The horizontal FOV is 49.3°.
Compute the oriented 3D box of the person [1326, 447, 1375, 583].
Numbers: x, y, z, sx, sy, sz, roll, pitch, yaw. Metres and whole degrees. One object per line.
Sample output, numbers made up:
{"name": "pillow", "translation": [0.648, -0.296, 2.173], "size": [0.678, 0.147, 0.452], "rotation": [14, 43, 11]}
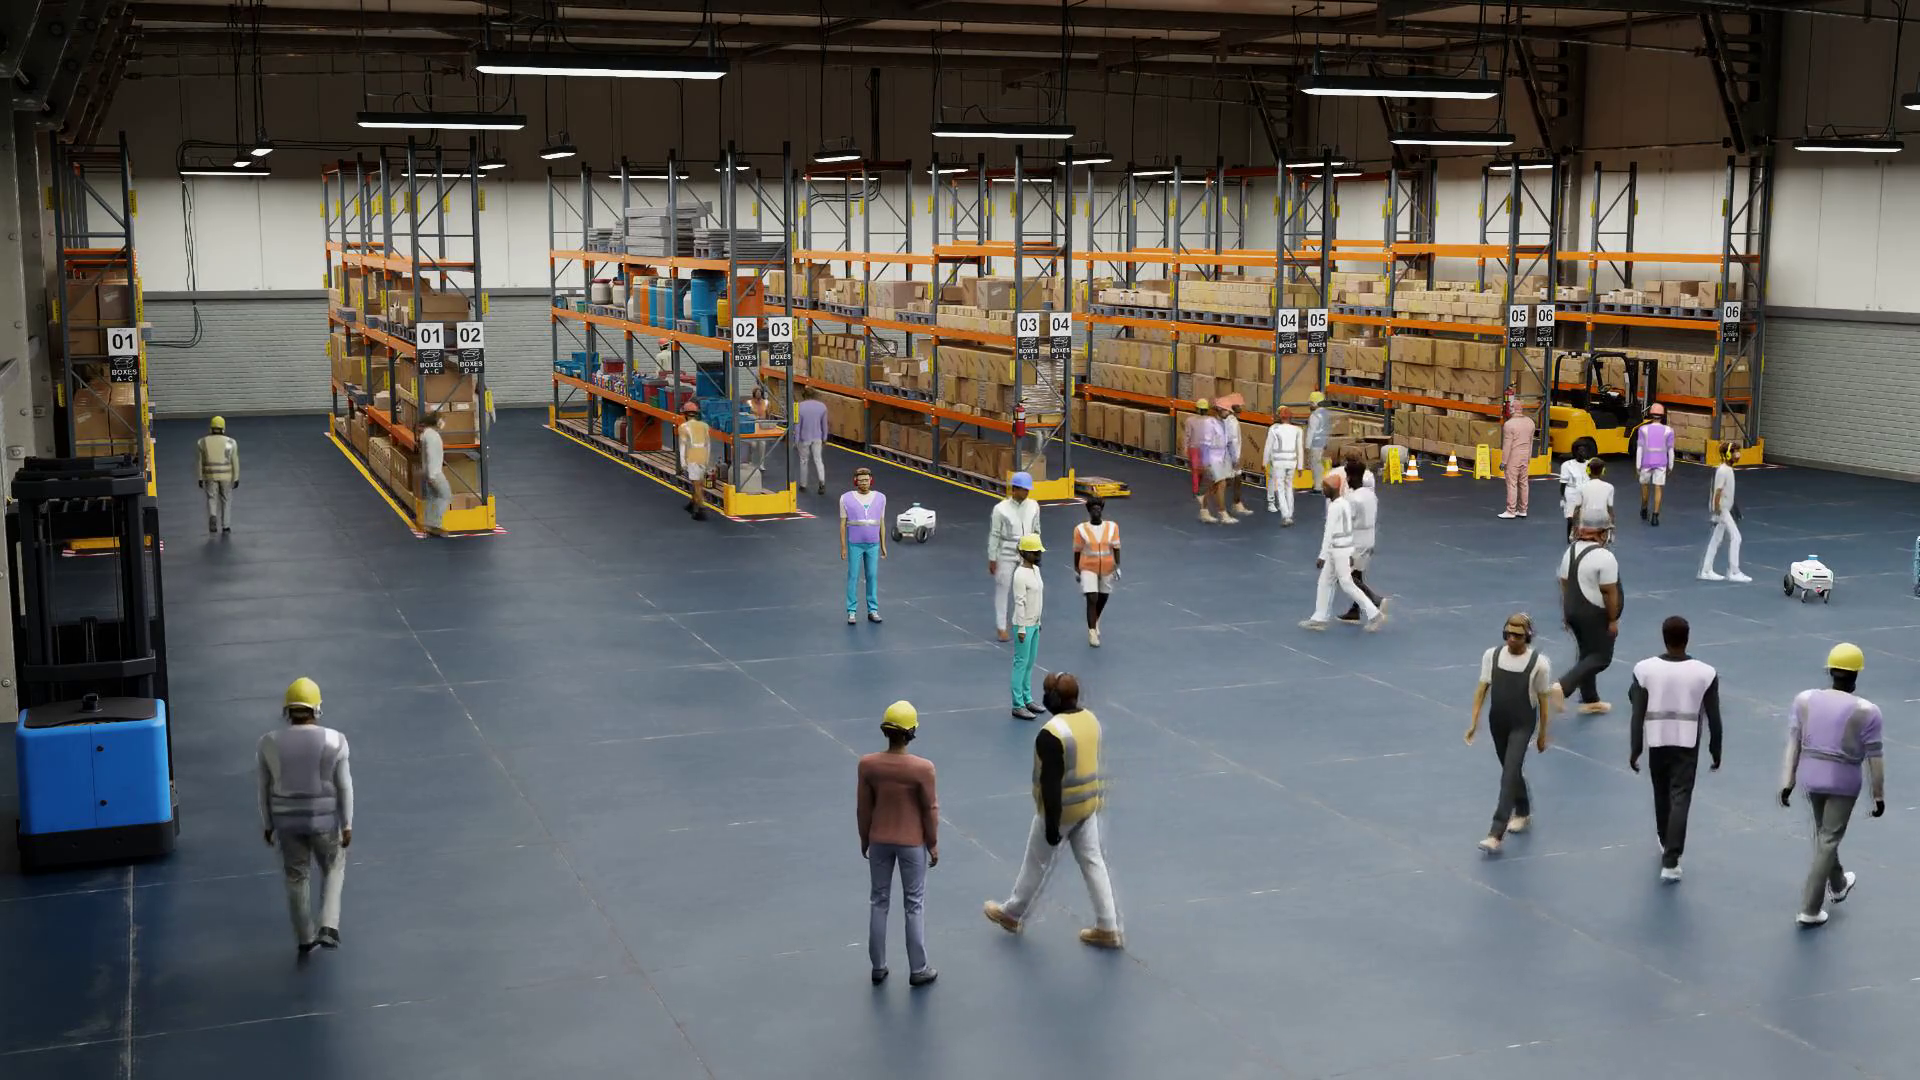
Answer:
{"name": "person", "translation": [5.065, -0.298, 27.189], "size": [0.630, 1.831, 0.589], "rotation": [2, 9, 12]}

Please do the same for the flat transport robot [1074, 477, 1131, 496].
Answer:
{"name": "flat transport robot", "translation": [2.388, -0.953, 36.878], "size": [0.652, 0.197, 1.431], "rotation": [-4, 9, -23]}

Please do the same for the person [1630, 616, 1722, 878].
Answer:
{"name": "person", "translation": [5.225, 1.480, 15.287], "size": [0.623, 1.850, 1.062], "rotation": [4, 9, 22]}

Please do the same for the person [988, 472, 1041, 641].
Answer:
{"name": "person", "translation": [0.639, 0.196, 23.569], "size": [0.683, 1.925, 0.613], "rotation": [-4, 9, -23]}

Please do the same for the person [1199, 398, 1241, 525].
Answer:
{"name": "person", "translation": [4.135, -1.231, 32.857], "size": [0.896, 1.992, 0.610], "rotation": [5, 10, 31]}

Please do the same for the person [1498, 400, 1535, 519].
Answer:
{"name": "person", "translation": [8.906, -1.296, 33.609], "size": [0.639, 1.904, 0.407], "rotation": [-5, 10, -32]}

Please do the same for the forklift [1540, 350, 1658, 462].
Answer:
{"name": "forklift", "translation": [12.897, -2.725, 42.309], "size": [2.313, 2.155, 1.214], "rotation": [-3, 9, -21]}

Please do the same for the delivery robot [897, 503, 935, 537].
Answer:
{"name": "delivery robot", "translation": [-0.653, -0.305, 31.303], "size": [0.477, 0.478, 0.707], "rotation": [4, 9, 25]}

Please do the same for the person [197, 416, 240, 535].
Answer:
{"name": "person", "translation": [-11.238, -0.977, 31.758], "size": [0.609, 1.812, 0.470], "rotation": [-2, 9, -12]}

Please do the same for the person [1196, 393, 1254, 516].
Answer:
{"name": "person", "translation": [4.289, -1.377, 33.819], "size": [0.891, 2.019, 0.616], "rotation": [0, 9, 0]}

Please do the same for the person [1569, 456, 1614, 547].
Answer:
{"name": "person", "translation": [7.853, -0.117, 25.963], "size": [0.522, 1.846, 0.864], "rotation": [-2, 9, -11]}

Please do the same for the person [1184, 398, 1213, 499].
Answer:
{"name": "person", "translation": [4.120, -1.609, 36.251], "size": [0.553, 1.734, 0.685], "rotation": [-1, 9, -9]}

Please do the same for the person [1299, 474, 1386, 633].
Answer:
{"name": "person", "translation": [4.449, 0.149, 24.190], "size": [0.950, 1.848, 0.586], "rotation": [3, 9, 17]}

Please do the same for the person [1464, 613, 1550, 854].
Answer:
{"name": "person", "translation": [4.192, 1.424, 15.889], "size": [0.521, 1.795, 1.009], "rotation": [7, 11, 40]}

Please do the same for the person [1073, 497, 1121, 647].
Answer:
{"name": "person", "translation": [1.532, 0.317, 23.646], "size": [0.533, 1.664, 0.803], "rotation": [-2, 9, -11]}

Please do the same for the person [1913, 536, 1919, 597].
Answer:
{"name": "person", "translation": [10.621, 0.474, 22.719], "size": [0.524, 1.619, 0.576], "rotation": [5, 10, 29]}

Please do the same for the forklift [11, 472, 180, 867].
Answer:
{"name": "forklift", "translation": [-6.630, 0.886, 15.957], "size": [1.129, 2.768, 1.873], "rotation": [-3, 9, -21]}

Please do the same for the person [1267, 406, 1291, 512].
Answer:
{"name": "person", "translation": [5.285, -1.342, 34.441], "size": [0.484, 1.745, 0.307], "rotation": [-6, 10, -33]}

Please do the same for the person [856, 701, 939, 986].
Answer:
{"name": "person", "translation": [-0.378, 1.868, 12.967], "size": [0.528, 1.767, 0.330], "rotation": [3, 9, 19]}

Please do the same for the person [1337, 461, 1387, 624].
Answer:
{"name": "person", "translation": [4.726, 0.046, 24.524], "size": [0.622, 1.940, 0.644], "rotation": [7, 11, 37]}

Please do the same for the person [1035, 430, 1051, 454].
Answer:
{"name": "person", "translation": [1.601, -2.354, 41.613], "size": [0.513, 1.618, 0.451], "rotation": [-4, 9, -22]}

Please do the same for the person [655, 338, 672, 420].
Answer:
{"name": "person", "translation": [-7.144, -3.907, 50.748], "size": [0.407, 1.987, 0.614], "rotation": [7, 11, 38]}

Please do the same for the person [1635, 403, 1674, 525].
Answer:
{"name": "person", "translation": [10.981, -1.213, 33.101], "size": [0.574, 1.885, 0.979], "rotation": [2, 9, 16]}

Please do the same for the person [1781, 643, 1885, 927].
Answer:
{"name": "person", "translation": [5.967, 1.625, 14.162], "size": [0.955, 1.882, 0.616], "rotation": [-7, 11, -39]}

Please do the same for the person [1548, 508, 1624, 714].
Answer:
{"name": "person", "translation": [5.965, 0.703, 19.960], "size": [0.738, 2.000, 0.692], "rotation": [-2, 9, -14]}

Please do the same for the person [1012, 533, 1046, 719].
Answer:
{"name": "person", "translation": [0.668, 0.809, 20.027], "size": [0.313, 1.767, 0.533], "rotation": [3, 9, 21]}

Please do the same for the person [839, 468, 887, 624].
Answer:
{"name": "person", "translation": [-1.150, 0.057, 24.770], "size": [0.570, 1.845, 0.381], "rotation": [-3, 9, -20]}

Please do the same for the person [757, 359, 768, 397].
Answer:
{"name": "person", "translation": [-4.629, -3.991, 51.860], "size": [0.661, 1.807, 0.850], "rotation": [3, 9, 19]}

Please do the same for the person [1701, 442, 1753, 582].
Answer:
{"name": "person", "translation": [10.208, -0.368, 27.639], "size": [0.804, 1.842, 0.516], "rotation": [4, 9, 24]}

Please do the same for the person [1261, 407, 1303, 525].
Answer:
{"name": "person", "translation": [5.095, -1.165, 32.891], "size": [0.589, 1.857, 0.653], "rotation": [-3, 9, -19]}

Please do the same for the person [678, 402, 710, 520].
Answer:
{"name": "person", "translation": [-4.294, -1.280, 33.735], "size": [0.552, 1.830, 1.106], "rotation": [-6, 11, -36]}

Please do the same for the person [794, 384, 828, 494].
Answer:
{"name": "person", "translation": [-2.620, -1.764, 36.749], "size": [0.644, 1.945, 0.728], "rotation": [-3, 9, -20]}

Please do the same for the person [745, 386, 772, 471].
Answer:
{"name": "person", "translation": [-3.853, -2.128, 40.080], "size": [0.530, 1.628, 0.361], "rotation": [-3, 9, -21]}

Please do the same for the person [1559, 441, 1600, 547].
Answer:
{"name": "person", "translation": [8.726, -0.558, 29.395], "size": [0.603, 1.684, 0.394], "rotation": [-1, 9, -8]}

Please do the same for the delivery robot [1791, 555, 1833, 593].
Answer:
{"name": "delivery robot", "translation": [10.734, 0.433, 26.383], "size": [0.477, 0.478, 0.707], "rotation": [1, 8, 6]}

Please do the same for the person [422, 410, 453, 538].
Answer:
{"name": "person", "translation": [-7.828, -0.989, 31.492], "size": [0.544, 1.921, 0.660], "rotation": [-2, 9, -15]}

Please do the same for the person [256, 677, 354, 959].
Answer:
{"name": "person", "translation": [-4.176, 1.780, 13.399], "size": [0.594, 1.819, 0.414], "rotation": [-1, 9, -8]}

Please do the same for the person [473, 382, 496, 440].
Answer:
{"name": "person", "translation": [-9.597, -2.405, 42.022], "size": [0.510, 1.597, 0.832], "rotation": [-4, 10, -26]}

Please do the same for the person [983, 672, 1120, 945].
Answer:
{"name": "person", "translation": [0.641, 1.742, 13.723], "size": [0.974, 1.786, 0.654], "rotation": [6, 11, 36]}

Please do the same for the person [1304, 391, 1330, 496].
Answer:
{"name": "person", "translation": [6.161, -1.681, 36.448], "size": [0.513, 1.814, 0.625], "rotation": [5, 10, 31]}
